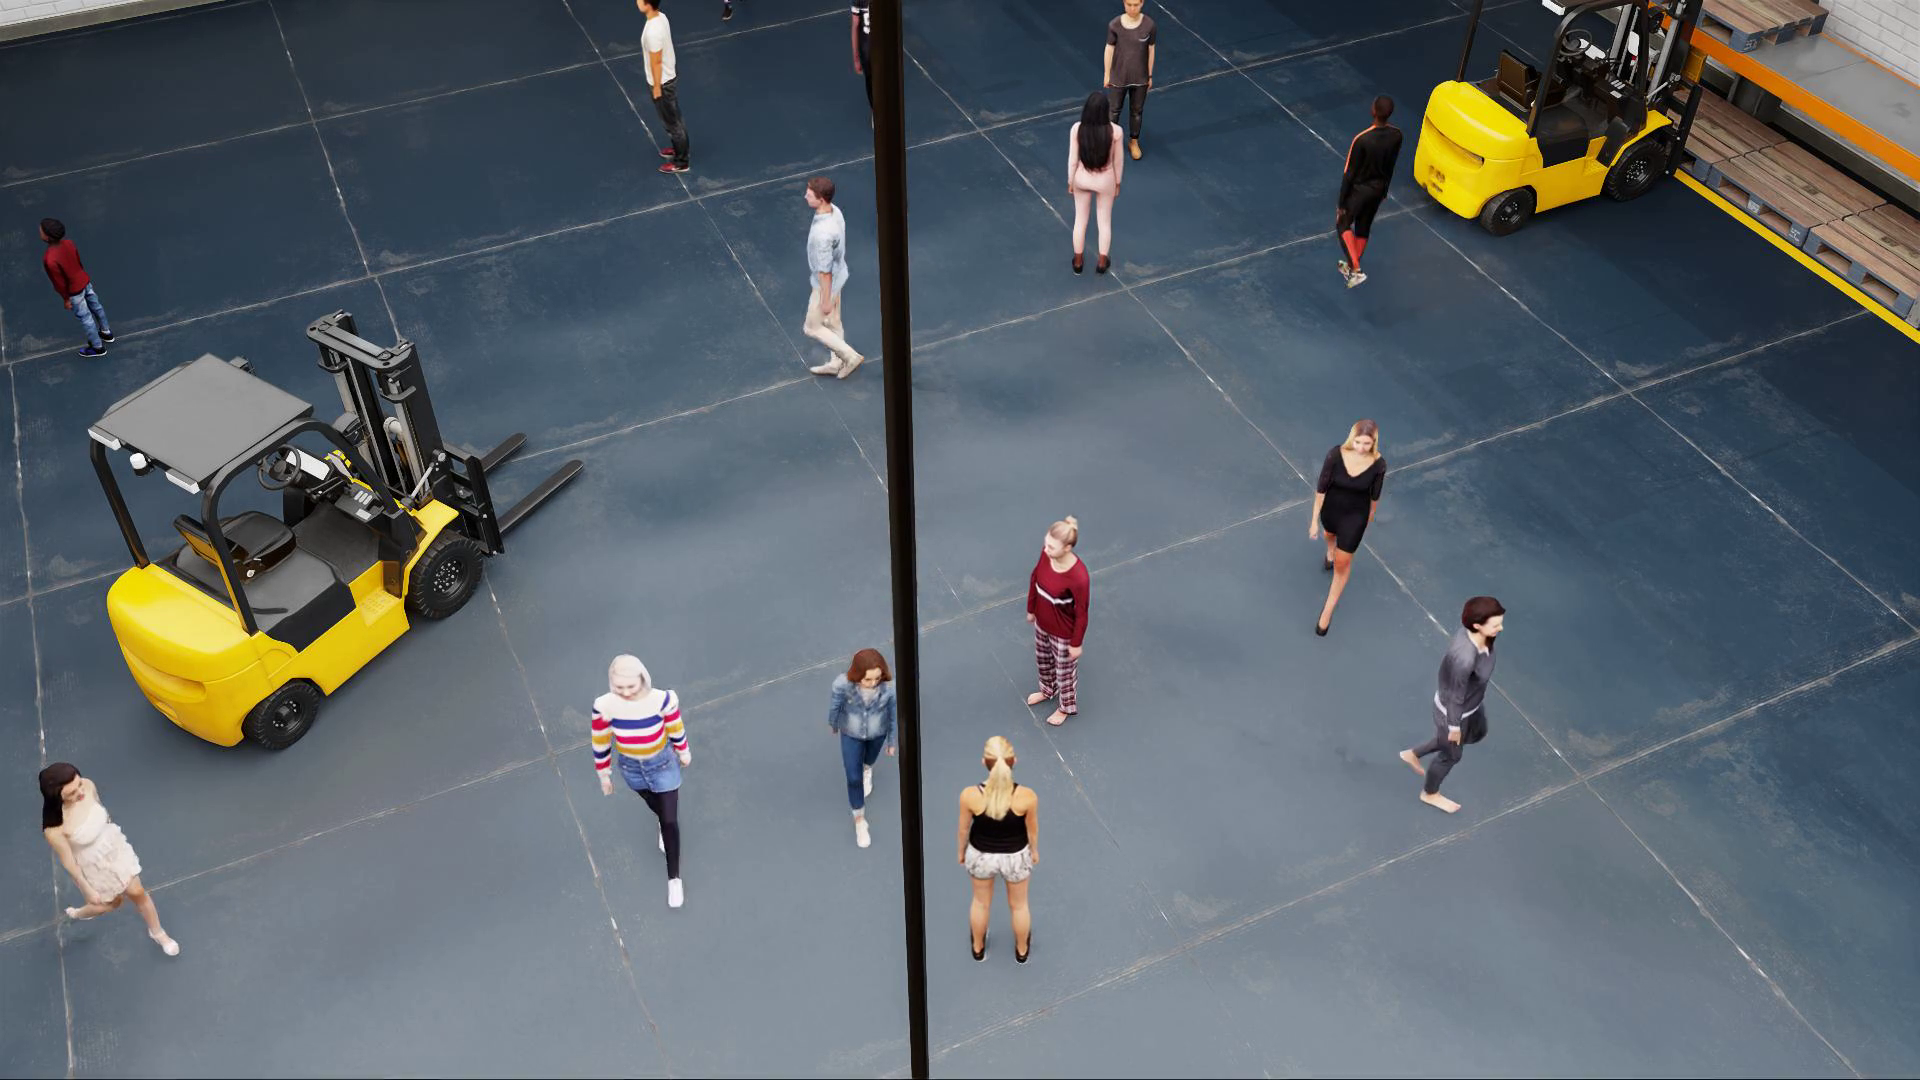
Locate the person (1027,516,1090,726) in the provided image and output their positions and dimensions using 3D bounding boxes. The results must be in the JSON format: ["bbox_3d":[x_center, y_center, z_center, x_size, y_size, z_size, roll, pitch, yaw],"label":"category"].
[{"bbox_3d":[0.620,0.516,10.529,0.728,1.700,0.523,-28,50,-26],"label":"person"}]

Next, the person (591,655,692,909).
[{"bbox_3d":[-1.812,1.239,9.712,0.905,1.780,1.090,-2,44,-2],"label":"person"}]

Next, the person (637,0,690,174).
[{"bbox_3d":[-2.761,-4.313,15.533,0.752,1.800,0.598,-3,44,-3],"label":"person"}]

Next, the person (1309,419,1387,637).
[{"bbox_3d":[2.621,-0.218,11.352,1.058,1.628,1.095,15,45,15],"label":"person"}]

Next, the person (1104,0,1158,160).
[{"bbox_3d":[1.599,-4.419,15.698,0.703,1.715,0.694,1,44,1],"label":"person"}]

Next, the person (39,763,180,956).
[{"bbox_3d":[-4.832,1.773,9.207,0.948,1.705,0.909,8,44,8],"label":"person"}]

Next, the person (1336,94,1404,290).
[{"bbox_3d":[3.453,-2.883,14.030,0.724,1.793,0.918,-10,45,-11],"label":"person"}]

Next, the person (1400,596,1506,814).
[{"bbox_3d":[2.930,0.958,10.021,0.864,1.760,0.806,17,46,17],"label":"person"}]

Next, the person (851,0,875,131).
[{"bbox_3d":[-0.815,-4.740,16.039,0.787,1.711,0.934,-2,44,-2],"label":"person"}]

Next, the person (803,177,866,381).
[{"bbox_3d":[-0.953,-2.021,13.089,0.874,1.842,0.801,3,44,3],"label":"person"}]

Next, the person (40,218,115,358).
[{"bbox_3d":[-7.224,-2.082,13.578,0.642,1.256,0.554,4,44,4],"label":"person"}]

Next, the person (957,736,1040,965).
[{"bbox_3d":[0.214,1.730,9.153,0.674,1.840,0.673,4,44,4],"label":"person"}]

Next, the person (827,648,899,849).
[{"bbox_3d":[-0.580,1.089,10.110,0.786,1.449,1.012,-1,44,-1],"label":"person"}]

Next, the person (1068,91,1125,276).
[{"bbox_3d":[1.150,-3.048,14.255,0.700,1.720,0.721,7,44,7],"label":"person"}]
